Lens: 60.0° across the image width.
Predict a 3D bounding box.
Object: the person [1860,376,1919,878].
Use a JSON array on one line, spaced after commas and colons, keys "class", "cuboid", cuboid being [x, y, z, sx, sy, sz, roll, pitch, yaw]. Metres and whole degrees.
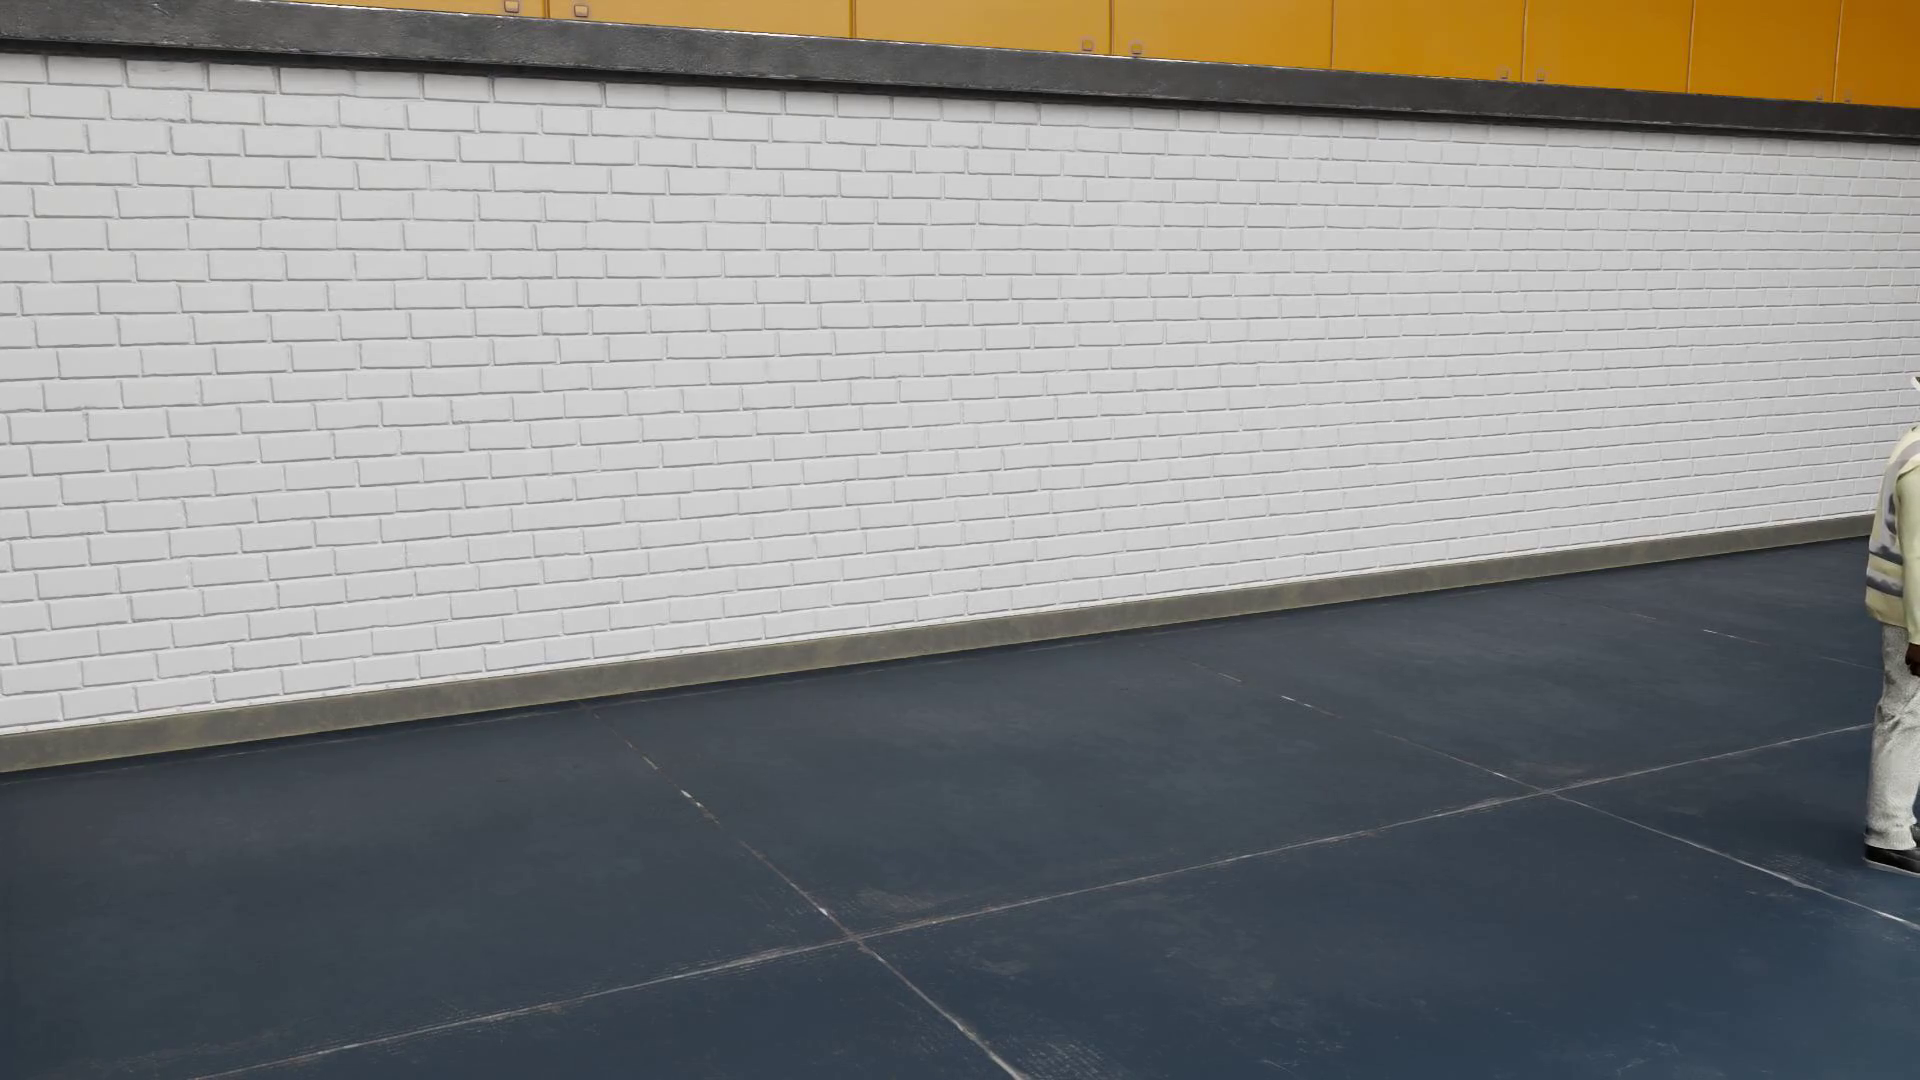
[{"class": "person", "cuboid": [3.320, 0.241, 5.690, 0.403, 1.826, 0.591, 6, 11, 30]}]
